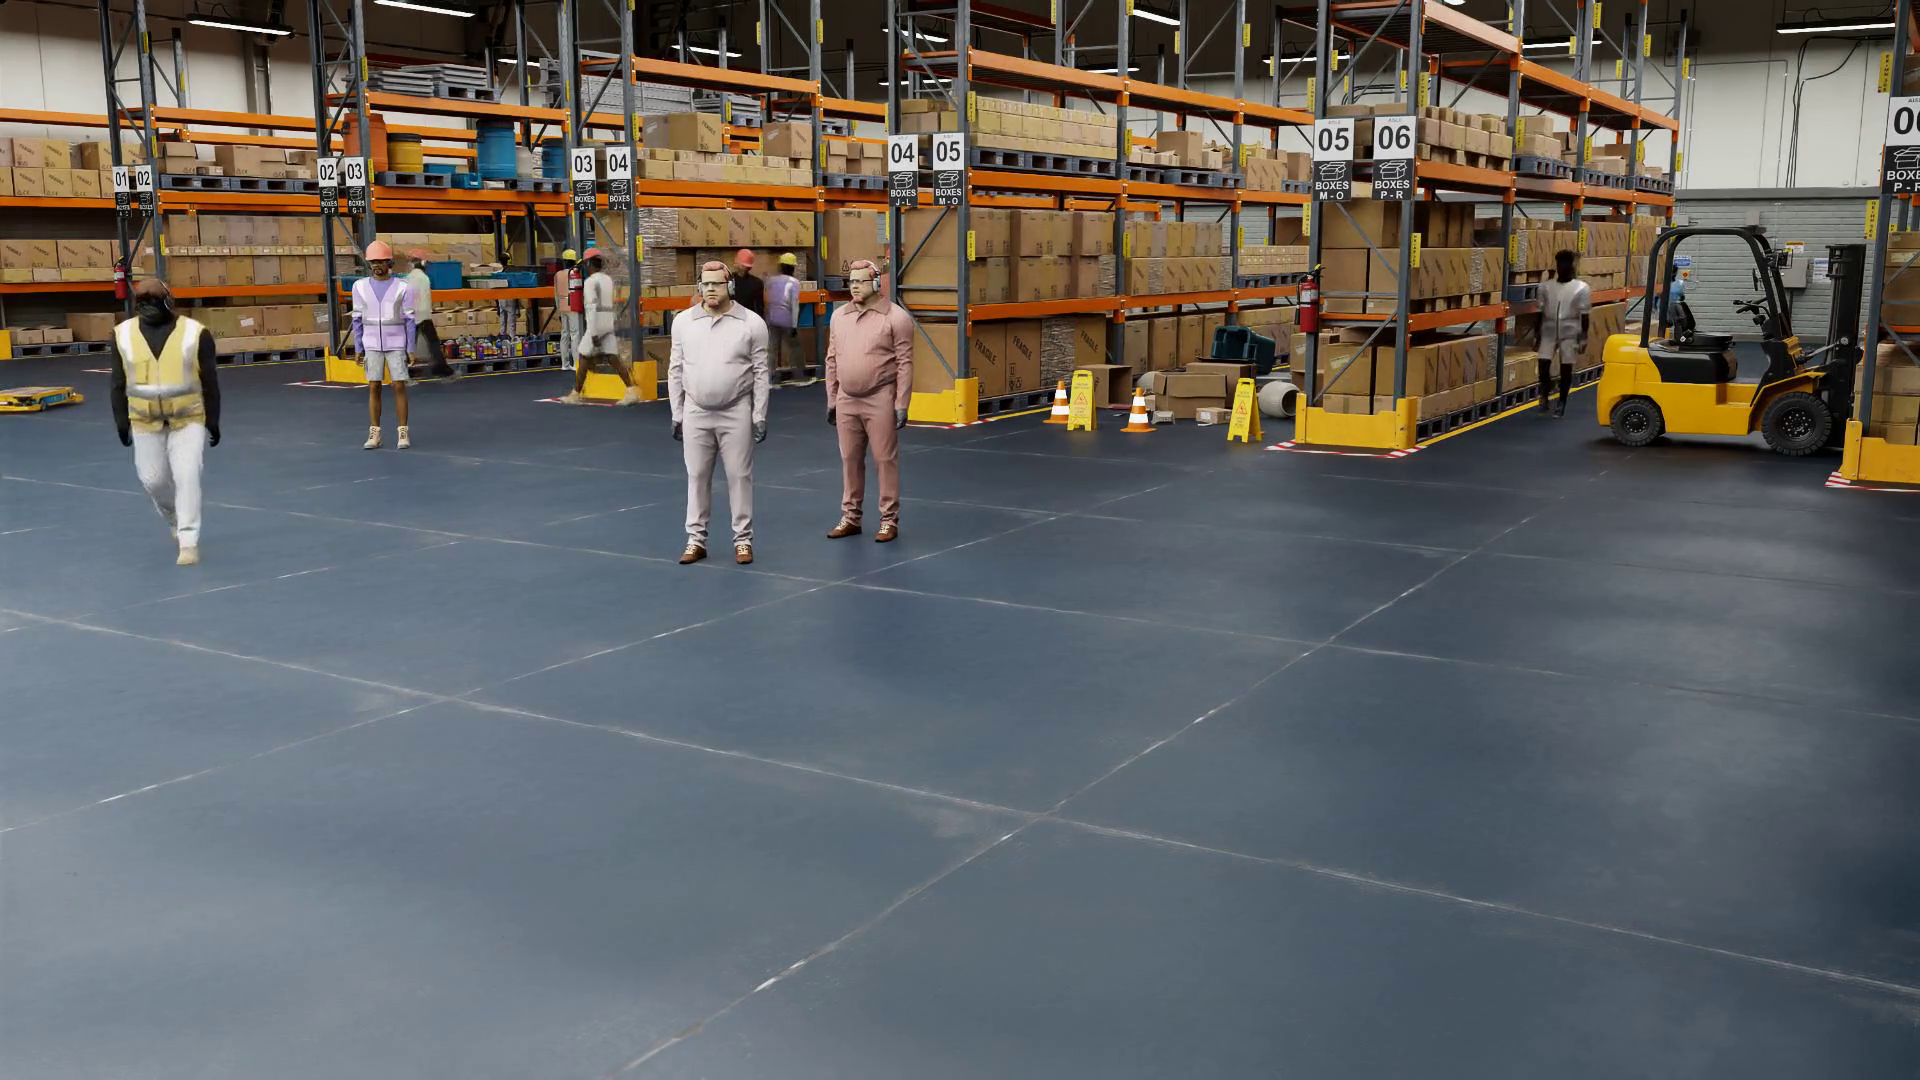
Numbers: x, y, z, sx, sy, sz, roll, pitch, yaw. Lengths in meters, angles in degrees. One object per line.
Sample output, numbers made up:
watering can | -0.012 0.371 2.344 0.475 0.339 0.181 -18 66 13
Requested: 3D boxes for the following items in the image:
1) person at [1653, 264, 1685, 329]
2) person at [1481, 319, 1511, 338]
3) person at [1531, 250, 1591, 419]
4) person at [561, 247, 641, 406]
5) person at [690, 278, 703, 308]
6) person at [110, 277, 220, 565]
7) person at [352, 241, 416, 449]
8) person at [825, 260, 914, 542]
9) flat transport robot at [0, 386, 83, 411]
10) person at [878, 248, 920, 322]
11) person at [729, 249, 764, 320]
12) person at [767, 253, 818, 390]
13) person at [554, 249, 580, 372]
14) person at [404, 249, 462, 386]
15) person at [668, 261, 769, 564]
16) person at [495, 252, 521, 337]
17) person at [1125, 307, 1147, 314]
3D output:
person | 13.397 -4.418 31.537 0.549 1.652 0.862 -1 10 -3
person | 10.571 -4.811 32.984 0.727 1.918 0.643 8 13 37
person | 6.840 -2.335 19.029 0.645 1.939 0.769 6 12 30
person | -4.458 -2.641 20.716 1.027 1.982 0.605 4 11 22
person | -3.129 -2.524 20.799 0.533 1.692 0.322 6 12 29
person | -5.070 -0.774 10.666 0.639 1.821 0.675 -3 10 -15
person | -5.661 -1.908 16.371 0.605 2.044 0.374 -1 10 -8
person | -0.642 -0.939 11.322 0.654 1.906 0.408 5 11 26
flat transport robot | -11.390 -1.730 20.336 0.652 0.197 1.431 -1 10 -4
person | -0.798 -2.640 20.598 0.612 1.997 0.375 3 11 19
person | -2.841 -2.727 21.220 0.696 1.945 0.592 -1 10 -8
person | -2.390 -3.036 23.152 0.611 1.882 0.952 6 12 32
person | -6.150 -3.624 26.299 0.585 1.929 0.363 7 12 34
person | -7.677 -3.170 23.757 0.629 1.934 0.991 9 13 40
person | -1.528 -0.793 10.505 0.638 1.910 0.407 0 10 2
person | -7.725 -3.976 28.441 0.518 1.872 0.326 5 11 26
person | 3.135 -4.221 29.889 0.430 1.845 0.624 -9 14 -42
